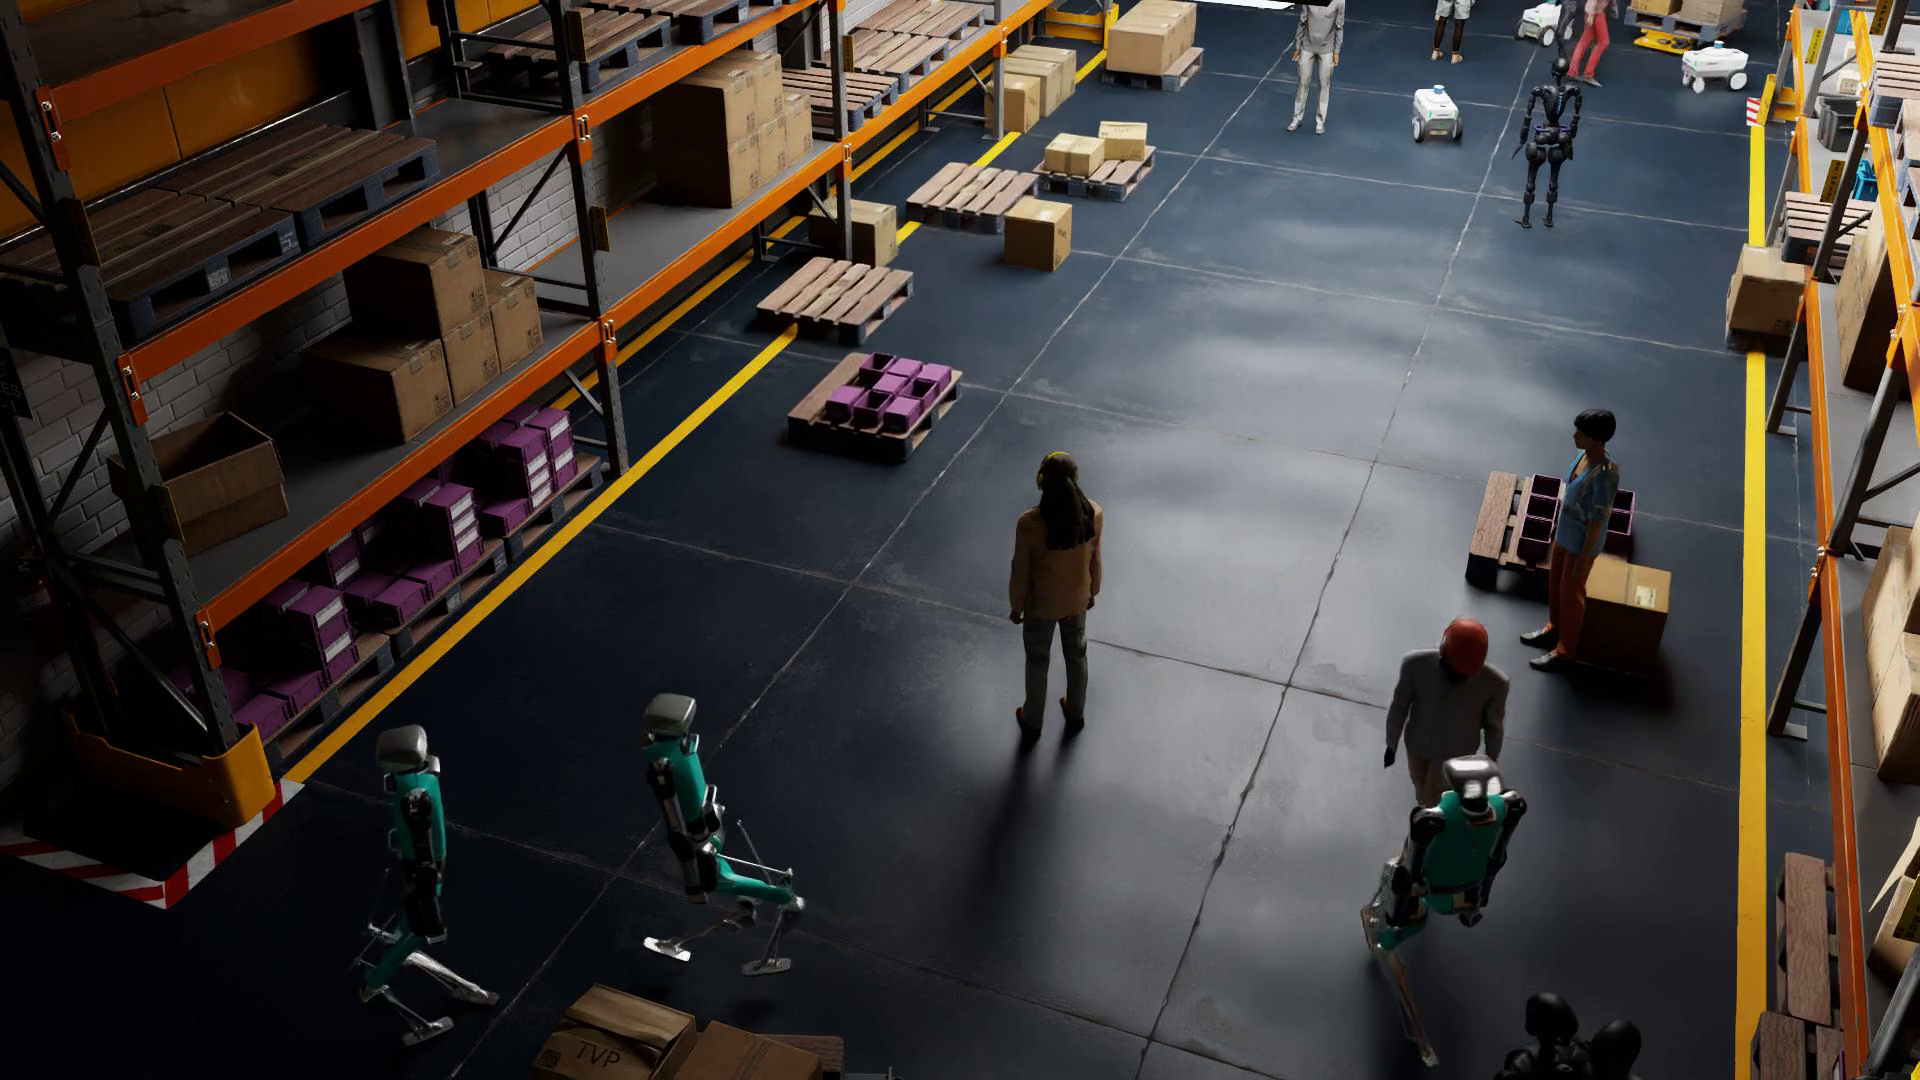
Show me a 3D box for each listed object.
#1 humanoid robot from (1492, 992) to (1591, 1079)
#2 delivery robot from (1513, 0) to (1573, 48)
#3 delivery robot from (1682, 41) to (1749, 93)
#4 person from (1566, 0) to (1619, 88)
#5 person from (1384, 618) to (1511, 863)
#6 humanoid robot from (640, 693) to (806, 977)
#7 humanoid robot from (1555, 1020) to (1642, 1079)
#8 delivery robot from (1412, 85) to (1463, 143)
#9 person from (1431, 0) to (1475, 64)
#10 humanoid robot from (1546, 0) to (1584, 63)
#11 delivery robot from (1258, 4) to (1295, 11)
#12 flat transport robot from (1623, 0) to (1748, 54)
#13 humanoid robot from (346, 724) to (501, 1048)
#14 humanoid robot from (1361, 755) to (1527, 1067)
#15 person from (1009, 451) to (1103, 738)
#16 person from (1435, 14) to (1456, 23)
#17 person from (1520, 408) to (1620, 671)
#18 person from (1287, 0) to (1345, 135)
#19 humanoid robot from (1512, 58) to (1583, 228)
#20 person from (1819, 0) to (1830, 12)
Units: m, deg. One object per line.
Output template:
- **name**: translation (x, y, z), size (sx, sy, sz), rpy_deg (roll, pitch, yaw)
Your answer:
- **humanoid robot**: translation (2.222, 2.433, 6.535), size (0.610, 1.649, 0.335), rpy_deg (-15, 36, -22)
- **delivery robot**: translation (7.724, -6.822, 21.901), size (0.809, 0.611, 0.499), rpy_deg (-20, 38, -27)
- **delivery robot**: translation (9.216, -5.765, 20.268), size (0.785, 0.614, 0.516), rpy_deg (-4, 33, -6)
- **person**: translation (7.754, -6.370, 20.092), size (0.578, 1.740, 0.529), rpy_deg (11, 35, 17)
- **person**: translation (2.513, 1.051, 8.659), size (0.579, 1.688, 0.885), rpy_deg (18, 37, 25)
- **humanoid robot**: translation (-1.099, 1.475, 7.940), size (0.985, 1.732, 0.544), rpy_deg (0, 33, 0)
- **humanoid robot**: translation (2.440, 2.434, 6.538), size (0.608, 1.641, 0.376), rpy_deg (21, 39, 30)
- **delivery robot**: translation (5.383, -4.809, 18.786), size (0.521, 0.611, 0.782), rpy_deg (0, 33, -1)
- **person**: translation (6.238, -6.854, 20.885), size (0.532, 1.693, 0.320), rpy_deg (23, 40, 32)
- **humanoid robot**: translation (7.626, -6.771, 20.764), size (0.345, 1.647, 0.588), rpy_deg (-3, 33, -4)
- **delivery robot**: translation (4.439, -7.769, 23.342), size (0.499, 0.583, 0.774), rpy_deg (2, 33, 3)
- **flat transport robot**: translation (9.551, -6.699, 21.960), size (0.659, 0.231, 1.431), rpy_deg (28, 42, 36)
- **humanoid robot**: translation (-2.600, 1.657, 7.680), size (0.758, 1.784, 0.567), rpy_deg (-11, 34, -17)
- **humanoid robot**: translation (2.126, 1.540, 7.905), size (0.538, 1.778, 1.000), rpy_deg (-9, 34, -13)
- **person**: translation (0.558, 0.338, 9.599), size (0.559, 1.870, 0.390), rpy_deg (-12, 35, -17)
- **person**: translation (6.721, -7.897, 22.421), size (0.469, 1.777, 0.324), rpy_deg (-6, 33, -9)
- **person**: translation (3.783, -0.010, 10.237), size (0.334, 1.758, 0.502), rpy_deg (0, 33, 0)
- **person**: translation (4.009, -5.518, 18.632), size (0.545, 1.896, 0.378), rpy_deg (12, 35, 18)
- **humanoid robot**: translation (5.754, -3.895, 16.309), size (0.599, 1.657, 0.315), rpy_deg (-1, 33, -1)
- **person**: translation (10.922, -6.799, 20.668), size (0.422, 1.845, 0.613), rpy_deg (-15, 36, -22)
